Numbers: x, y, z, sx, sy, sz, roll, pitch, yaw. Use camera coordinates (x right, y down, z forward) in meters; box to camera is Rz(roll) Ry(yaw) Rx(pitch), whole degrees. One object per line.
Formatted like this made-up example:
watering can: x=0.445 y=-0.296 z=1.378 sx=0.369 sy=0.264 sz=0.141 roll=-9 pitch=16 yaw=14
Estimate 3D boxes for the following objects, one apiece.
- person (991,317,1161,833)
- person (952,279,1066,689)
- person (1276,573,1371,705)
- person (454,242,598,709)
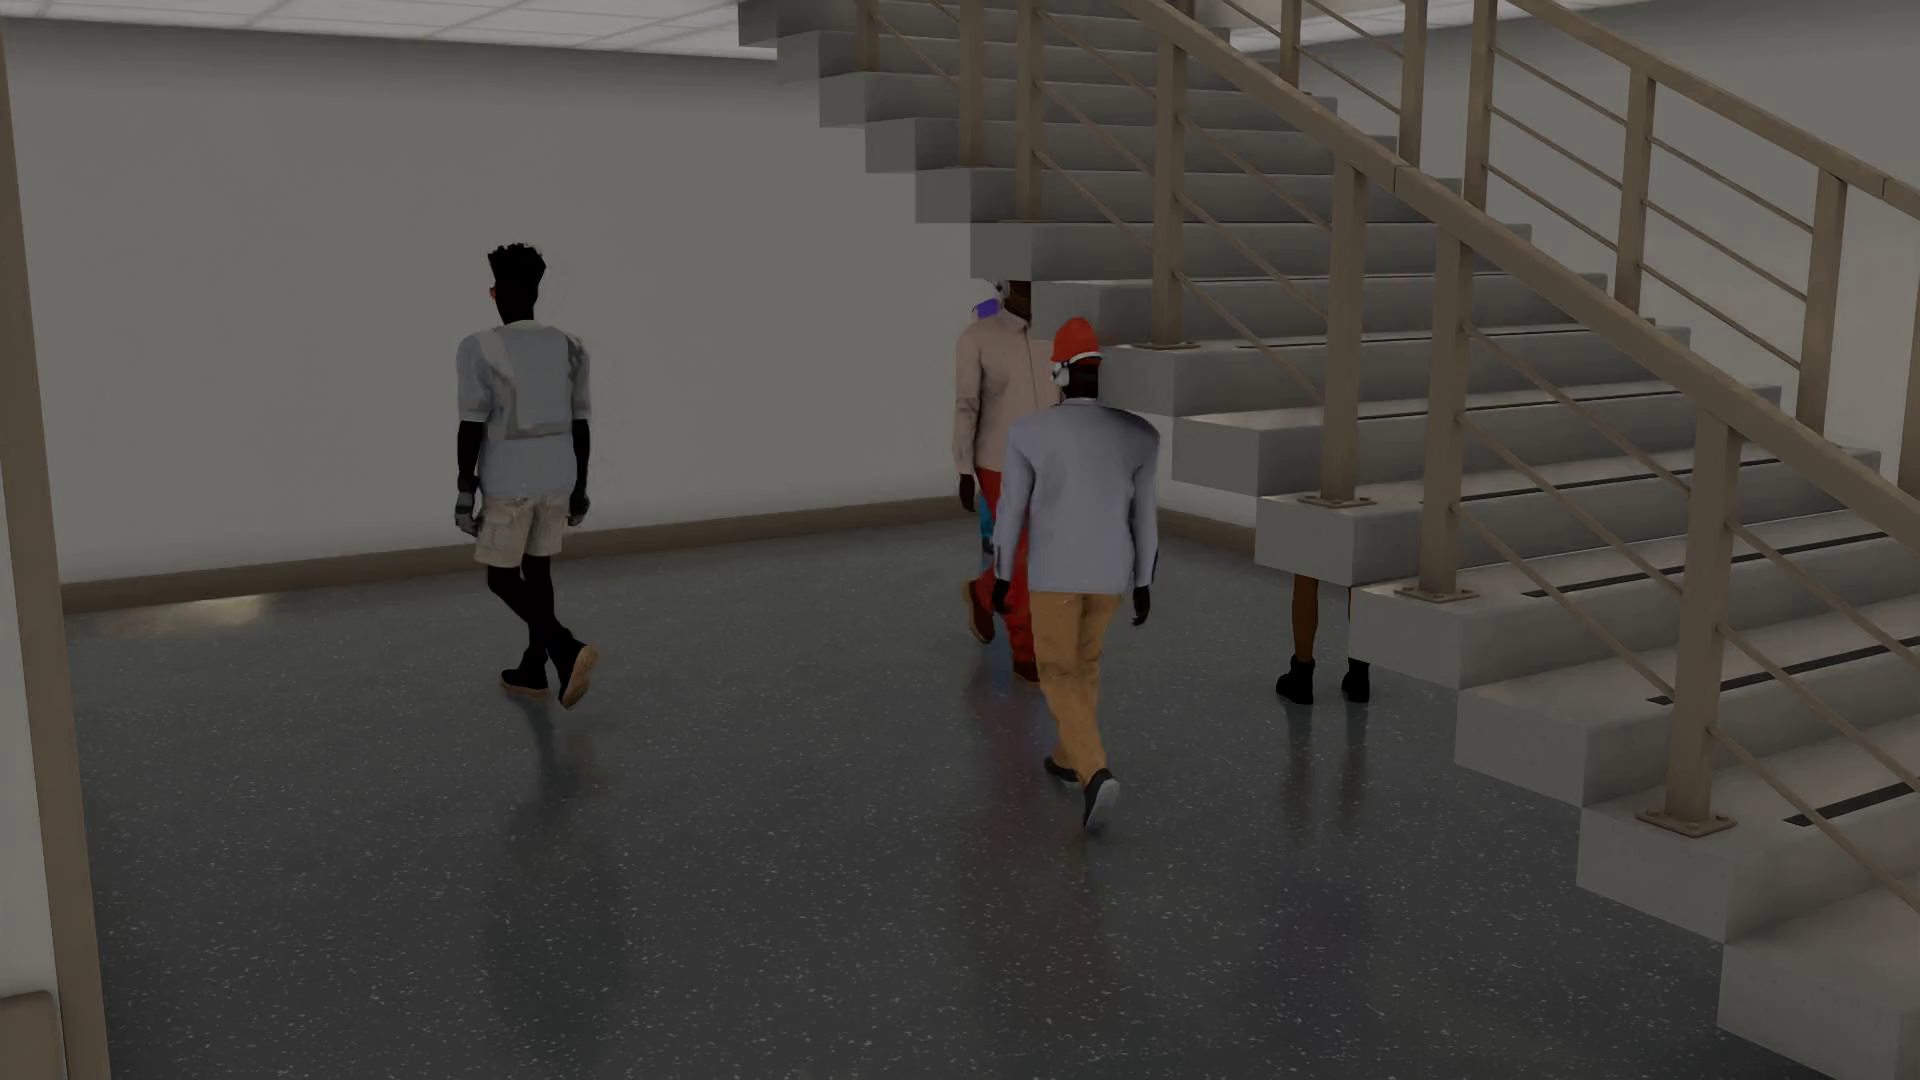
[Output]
person: x=0.417 y=0.097 z=5.688 sx=0.559 sy=1.718 sz=0.818 roll=-4 pitch=11 yaw=-18
person: x=0.223 y=-0.368 z=7.468 sx=0.624 sy=1.971 sz=0.818 roll=-7 pitch=13 yaw=-31
person: x=1.558 y=-0.269 z=7.032 sx=0.550 sy=1.933 sz=0.373 roll=-1 pitch=11 yaw=-3
person: x=-1.752 y=-0.247 z=6.880 sx=0.737 sy=1.946 sz=0.615 roll=9 pitch=14 yaw=40
